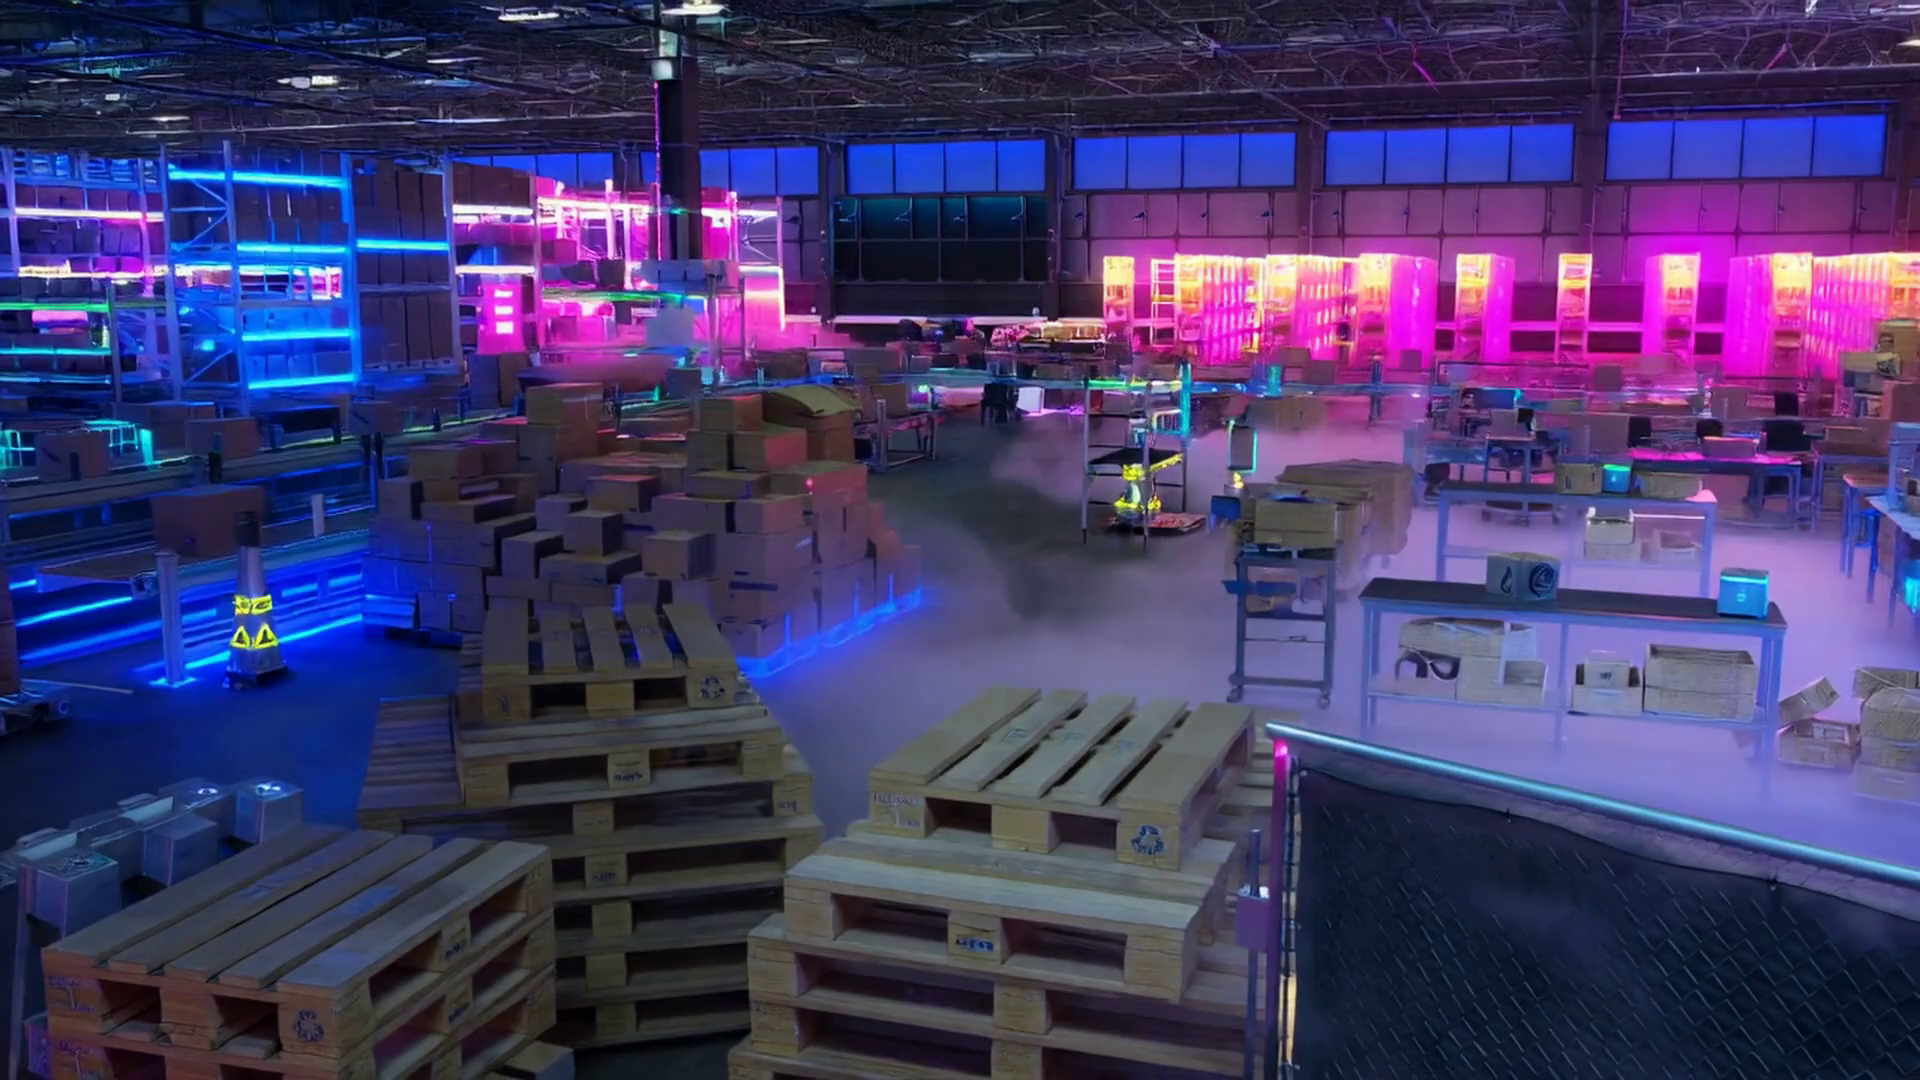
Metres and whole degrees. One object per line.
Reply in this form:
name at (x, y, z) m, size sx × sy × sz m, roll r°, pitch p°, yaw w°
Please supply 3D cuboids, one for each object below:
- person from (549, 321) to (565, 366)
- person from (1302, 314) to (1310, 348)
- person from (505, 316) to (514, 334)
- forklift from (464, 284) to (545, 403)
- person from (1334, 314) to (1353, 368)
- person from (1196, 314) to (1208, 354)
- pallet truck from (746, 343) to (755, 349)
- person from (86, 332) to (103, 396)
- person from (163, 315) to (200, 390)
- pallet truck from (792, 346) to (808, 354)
person at (-10.737, -4.923, 44.308) m, size 0.403 × 1.823 × 0.586 m, roll -1°, pitch 9°, yaw -9°
person at (12.372, -7.348, 59.469) m, size 0.382 × 1.842 × 0.571 m, roll 2°, pitch 9°, yaw 10°
person at (-12.319, -5.248, 46.073) m, size 0.550 × 1.922 × 0.620 m, roll 3°, pitch 10°, yaw 19°
forklift at (-10.832, -4.702, 39.610) m, size 1.129 × 2.768 × 1.873 m, roll 3°, pitch 10°, yaw 20°
person at (11.989, -6.142, 51.936) m, size 0.600 × 1.829 × 0.404 m, roll 7°, pitch 12°, yaw 39°
person at (7.443, -6.043, 51.194) m, size 1.059 × 1.872 × 0.615 m, roll -8°, pitch 12°, yaw -40°
pallet truck at (-6.183, -4.618, 44.264) m, size 1.601 × 1.201 × 0.680 m, roll -9°, pitch 12°, yaw -43°
person at (-21.651, -4.393, 41.582) m, size 0.522 × 1.618 × 0.425 m, roll 2°, pitch 9°, yaw 14°
person at (-20.381, -4.875, 43.485) m, size 0.613 × 1.987 × 1.041 m, roll 4°, pitch 10°, yaw 22°
pallet truck at (-3.705, -4.298, 42.022) m, size 0.653 × 1.274 × 1.630 m, roll 3°, pitch 10°, yaw 20°
